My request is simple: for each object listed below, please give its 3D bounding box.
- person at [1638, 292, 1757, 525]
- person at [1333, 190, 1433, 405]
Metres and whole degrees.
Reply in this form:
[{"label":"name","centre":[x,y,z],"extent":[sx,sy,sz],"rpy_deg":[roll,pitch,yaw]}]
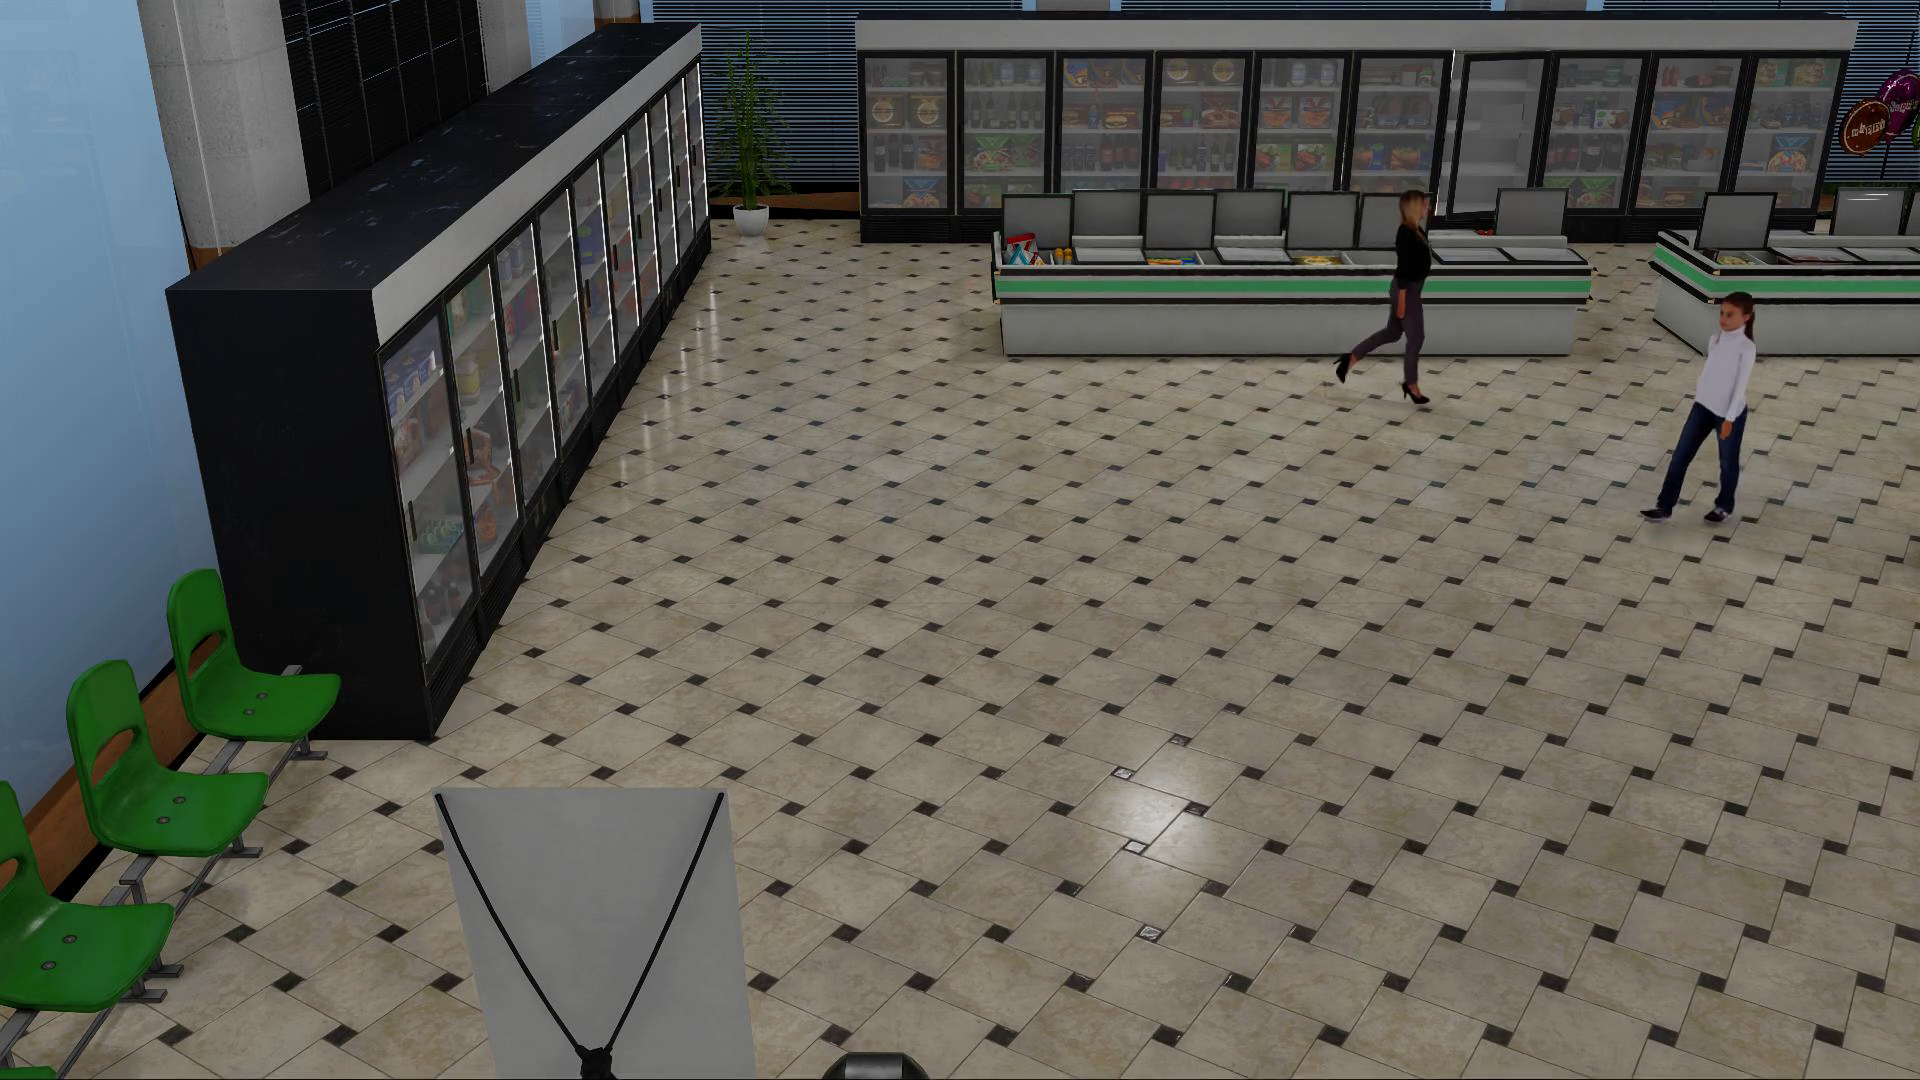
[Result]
[{"label":"person","centre":[4.874,-0.813,10.518],"extent":[1.020,1.527,0.817],"rpy_deg":[-13,27,-26]},{"label":"person","centre":[3.309,-1.843,12.724],"extent":[1.028,1.644,0.736],"rpy_deg":[5,24,11]}]
